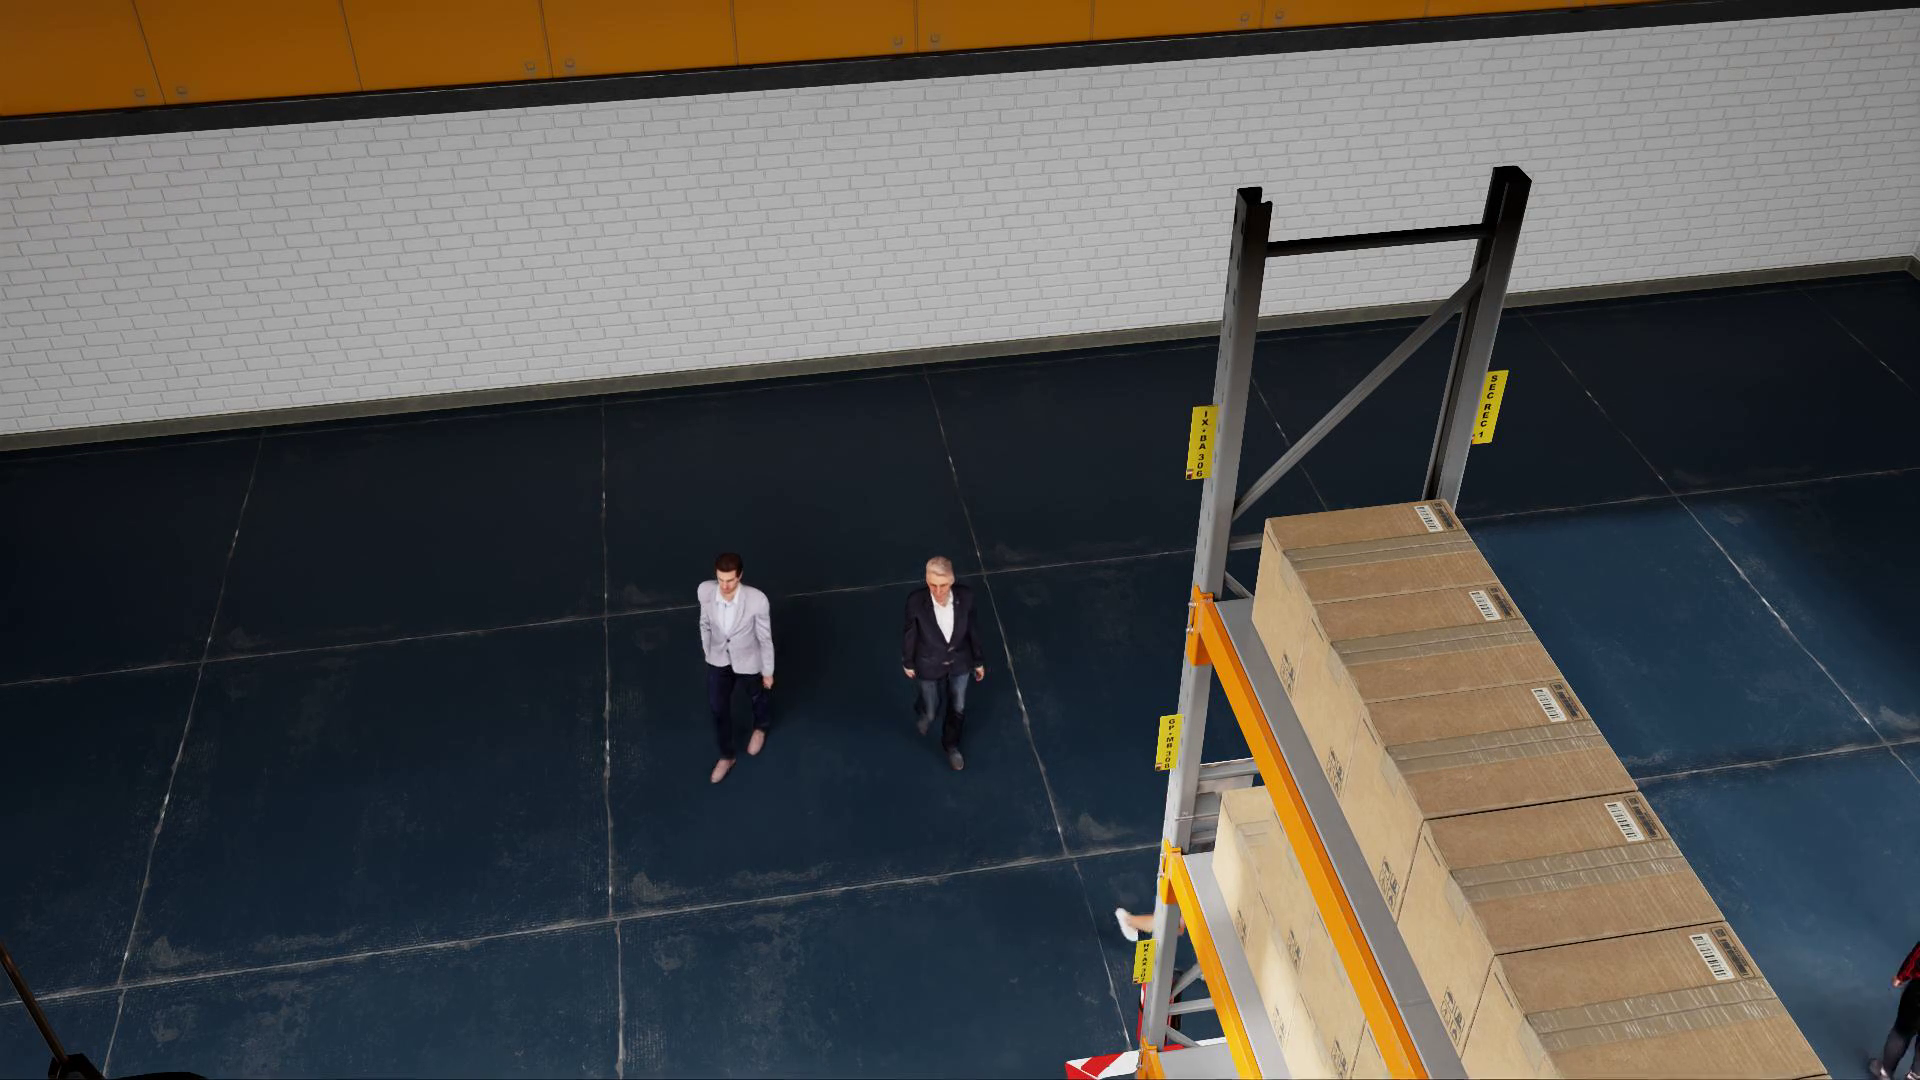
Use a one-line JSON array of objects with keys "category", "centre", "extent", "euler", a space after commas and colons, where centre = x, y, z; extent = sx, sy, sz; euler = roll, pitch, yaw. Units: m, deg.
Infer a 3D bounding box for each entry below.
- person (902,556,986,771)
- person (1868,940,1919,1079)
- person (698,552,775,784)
[{"category": "person", "centre": [-0.126, 0.758, 11.309], "extent": [0.725, 1.800, 0.799], "euler": [-10, 40, -12]}, {"category": "person", "centre": [5.401, 2.579, 9.151], "extent": [0.683, 1.647, 0.713], "euler": [7, 39, 8]}, {"category": "person", "centre": [-1.481, 0.741, 11.306], "extent": [0.900, 1.828, 1.015], "euler": [8, 39, 10]}]
